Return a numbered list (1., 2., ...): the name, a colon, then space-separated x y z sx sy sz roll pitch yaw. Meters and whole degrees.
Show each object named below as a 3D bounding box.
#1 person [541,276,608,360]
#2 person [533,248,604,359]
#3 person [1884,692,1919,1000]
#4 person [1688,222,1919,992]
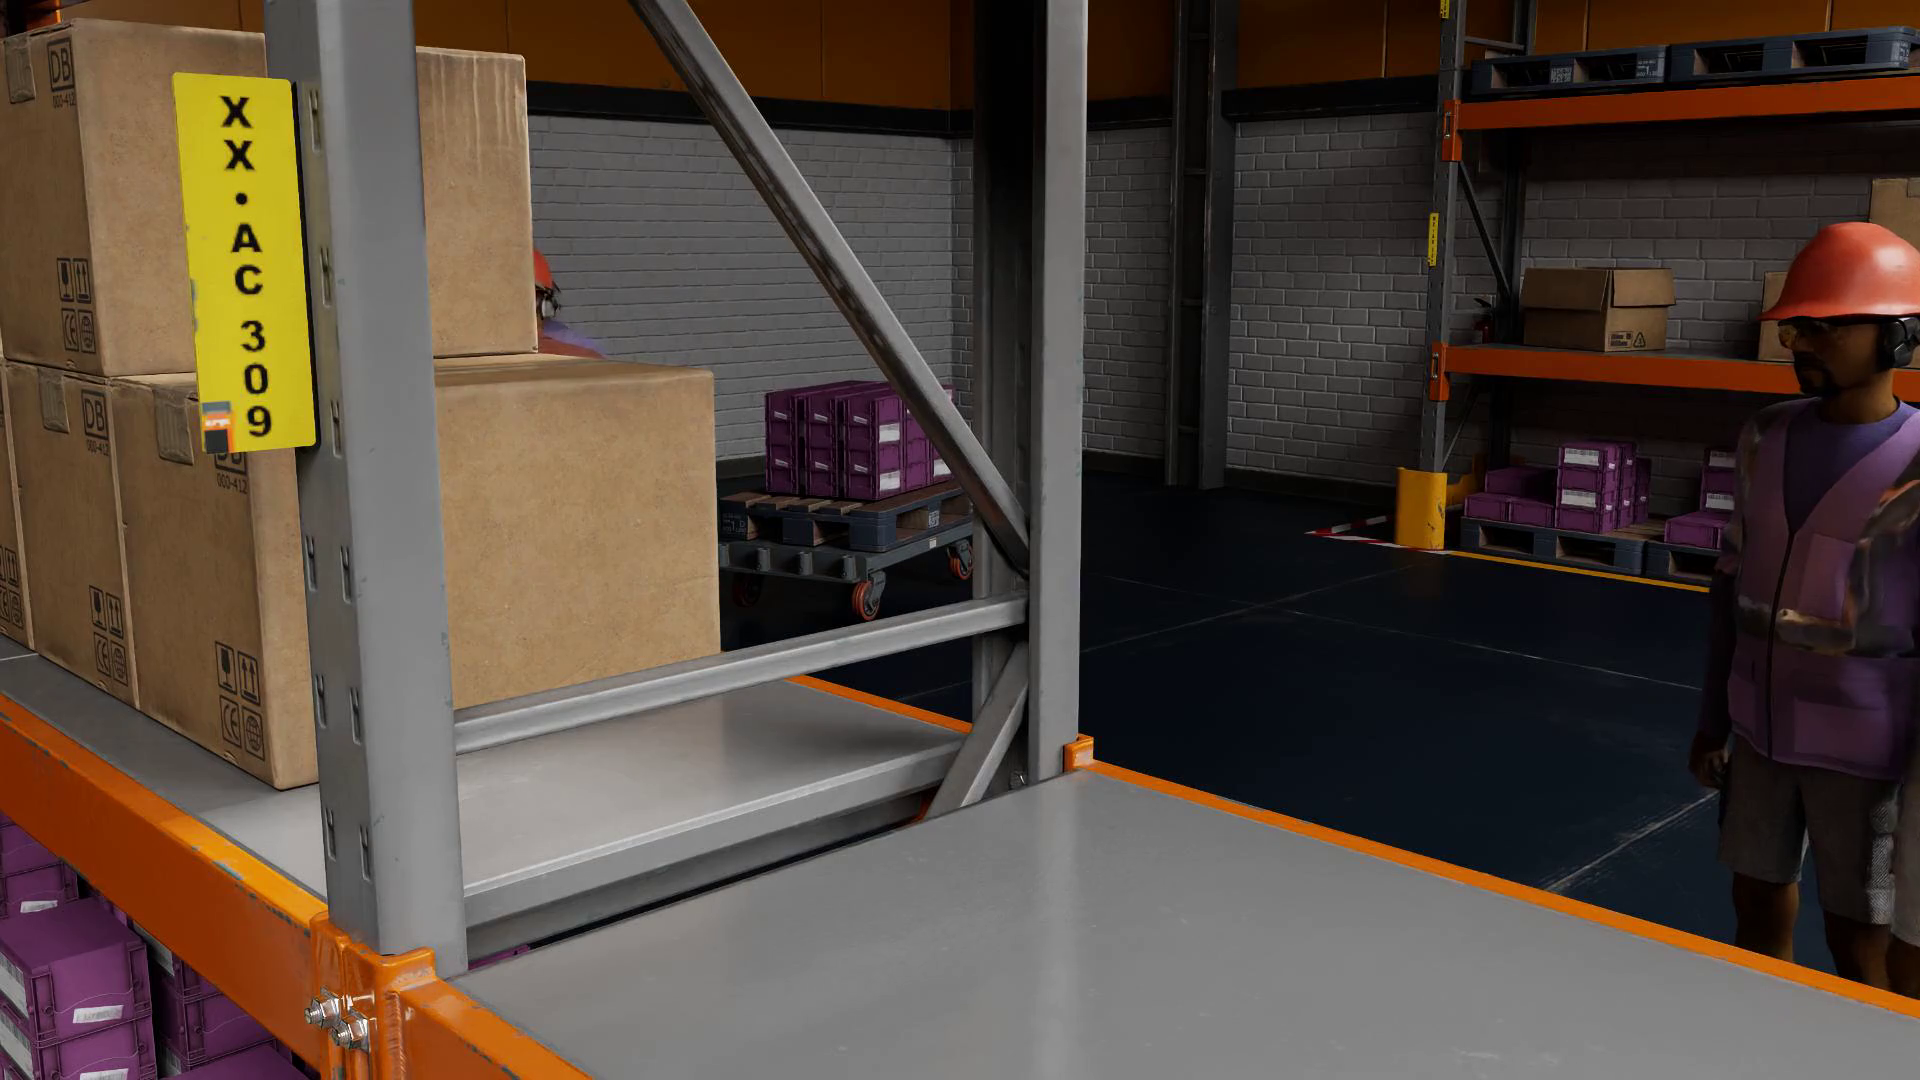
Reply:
1. person: -1.856 -0.264 7.408 0.655 1.894 0.541 -2 11 -13
2. person: -1.523 -0.047 5.929 0.623 1.989 0.400 -5 11 -24
3. person: 1.778 0.619 2.590 0.576 1.894 0.449 2 11 13
4. person: 1.736 0.396 3.376 0.382 2.045 0.605 -4 11 -21
